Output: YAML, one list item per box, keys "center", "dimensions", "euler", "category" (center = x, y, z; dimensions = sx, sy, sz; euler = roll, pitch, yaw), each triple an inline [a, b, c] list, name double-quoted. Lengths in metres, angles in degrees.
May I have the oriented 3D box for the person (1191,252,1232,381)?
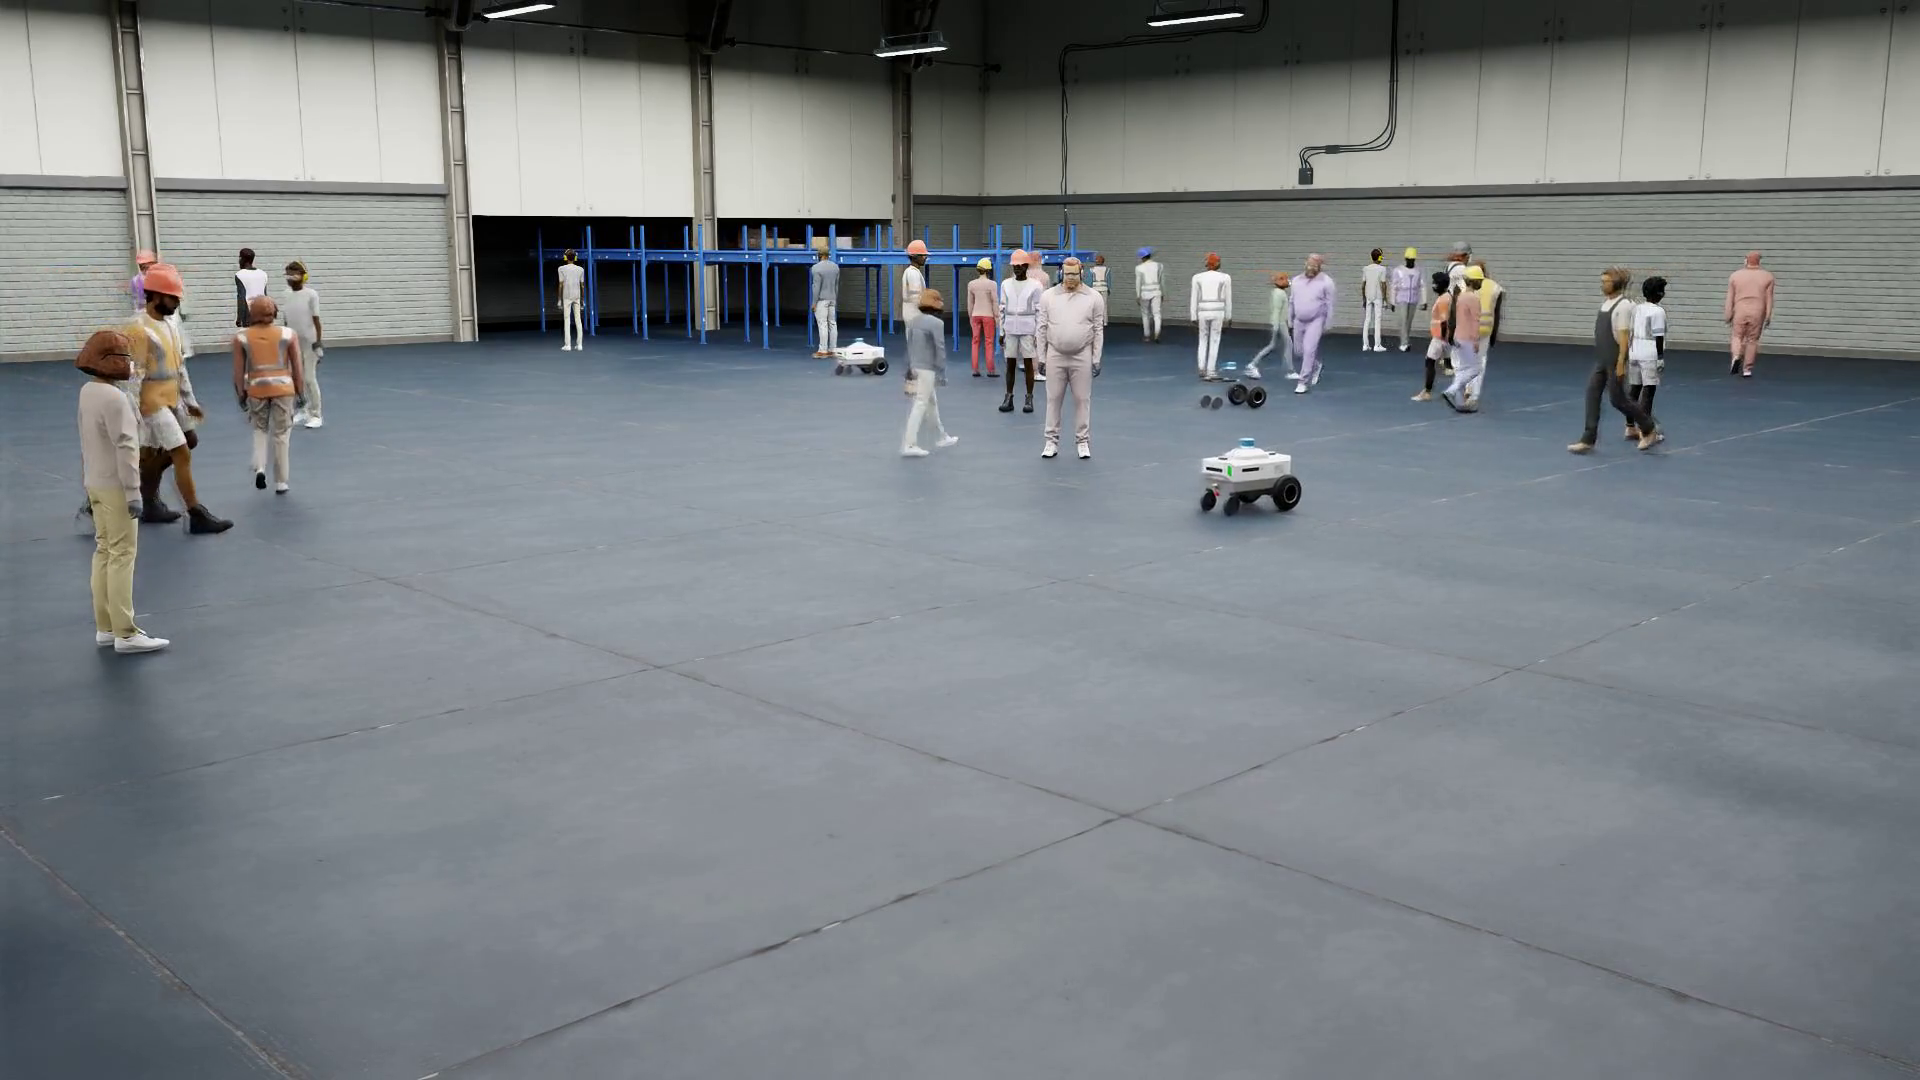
- center: [3.697, -3.275, 24.388]
  dimensions: [0.568, 1.862, 0.631]
  euler: [4, 11, 19]
  category: "person"

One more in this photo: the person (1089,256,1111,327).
- center: [3.243, -5.770, 38.597]
  dimensions: [0.514, 1.637, 0.314]
  euler: [0, 10, 1]
  category: "person"

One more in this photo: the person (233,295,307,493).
- center: [-5.658, -1.196, 13.678]
  dimensions: [0.523, 1.626, 0.367]
  euler: [-2, 11, -11]
  category: "person"

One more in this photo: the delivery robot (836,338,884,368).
- center: [-1.527, -2.835, 25.400]
  dimensions: [0.707, 0.478, 0.477]
  euler: [-6, 12, -30]
  category: "delivery robot"

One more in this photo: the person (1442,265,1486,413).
- center: [6.021, -2.383, 19.793]
  dimensions: [0.433, 1.750, 0.544]
  euler: [-1, 10, -6]
  category: "person"

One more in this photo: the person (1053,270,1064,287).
- center: [2.250, -5.373, 36.338]
  dimensions: [0.551, 1.653, 0.829]
  euler: [-5, 11, -25]
  category: "person"

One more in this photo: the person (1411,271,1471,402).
- center: [6.200, -2.573, 21.081]
  dimensions: [0.797, 1.668, 0.527]
  euler: [5, 11, 24]
  category: "person"

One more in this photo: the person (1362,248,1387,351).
- center: [7.617, -4.407, 30.528]
  dimensions: [0.518, 1.872, 0.326]
  euler: [10, 14, 42]
  category: "person"

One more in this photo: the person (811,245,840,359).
- center: [-2.346, -4.122, 28.783]
  dimensions: [0.370, 1.940, 0.630]
  euler: [8, 13, 36]
  category: "person"

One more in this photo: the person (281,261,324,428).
- center: [-7.219, -2.145, 18.302]
  dimensions: [0.545, 1.838, 0.473]
  euler: [3, 11, 18]
  category: "person"

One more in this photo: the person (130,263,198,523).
- center: [-5.959, -1.095, 12.373]
  dimensions: [0.553, 1.905, 0.569]
  euler: [0, 10, 0]
  category: "person"

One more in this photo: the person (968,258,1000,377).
- center: [0.361, -3.340, 24.988]
  dimensions: [0.524, 1.769, 0.314]
  euler: [6, 12, 29]
  category: "person"

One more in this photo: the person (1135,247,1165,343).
- center: [3.778, -4.855, 32.939]
  dimensions: [0.636, 1.884, 0.957]
  euler: [-1, 10, -5]
  category: "person"

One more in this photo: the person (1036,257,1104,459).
- center: [1.044, -1.735, 15.864]
  dimensions: [0.641, 1.905, 0.410]
  euler: [1, 10, 6]
  category: "person"

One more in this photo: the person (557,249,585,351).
- center: [-7.191, -4.441, 30.757]
  dimensions: [0.517, 1.863, 0.323]
  euler: [-6, 12, -32]
  category: "person"

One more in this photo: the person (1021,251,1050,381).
- center: [1.100, -3.275, 24.318]
  dimensions: [0.444, 1.881, 0.719]
  euler: [-8, 13, -36]
  category: "person"

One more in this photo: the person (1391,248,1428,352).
- center: [8.116, -4.313, 29.997]
  dimensions: [0.598, 1.866, 1.009]
  euler: [0, 10, -2]
  category: "person"

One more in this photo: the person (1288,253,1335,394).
- center: [4.785, -2.945, 22.564]
  dimensions: [0.643, 1.872, 0.763]
  euler: [9, 14, 39]
  category: "person"

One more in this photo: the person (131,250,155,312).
- center: [-11.650, -3.241, 24.074]
  dimensions: [0.551, 1.911, 0.812]
  euler: [-1, 10, -5]
  category: "person"

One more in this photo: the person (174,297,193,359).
- center: [-13.413, -3.842, 28.200]
  dimensions: [0.513, 1.594, 0.893]
  euler: [6, 12, 31]
  category: "person"

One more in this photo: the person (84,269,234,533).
- center: [-5.778, -0.979, 11.816]
  dimensions: [0.969, 1.892, 0.561]
  euler: [-1, 10, -7]
  category: "person"

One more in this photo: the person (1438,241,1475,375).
- center: [7.595, -3.499, 25.222]
  dimensions: [0.543, 2.000, 0.679]
  euler: [-1, 10, -4]
  category: "person"

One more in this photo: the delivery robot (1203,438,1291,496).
- center: [2.230, -0.546, 12.923]
  dimensions: [0.707, 0.478, 0.477]
  euler: [-7, 13, -34]
  category: "delivery robot"

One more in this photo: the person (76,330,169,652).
- center: [-4.311, -0.250, 8.503]
  dimensions: [0.507, 1.631, 0.272]
  euler: [10, 14, 43]
  category: "person"

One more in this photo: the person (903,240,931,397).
- center: [-0.570, -2.937, 22.038]
  dimensions: [0.374, 2.043, 0.611]
  euler: [-2, 11, -9]
  category: "person"

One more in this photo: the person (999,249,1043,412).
- center: [0.721, -2.517, 20.027]
  dimensions: [0.543, 1.940, 0.361]
  euler: [3, 11, 18]
  category: "person"

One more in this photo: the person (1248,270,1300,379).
- center: [4.691, -3.195, 24.649]
  dimensions: [0.800, 1.599, 0.501]
  euler: [2, 11, 11]
  category: "person"

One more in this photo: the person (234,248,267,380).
- center: [-10.453, -3.342, 24.580]
  dimensions: [0.390, 1.922, 0.591]
  euler: [3, 11, 16]
  category: "person"

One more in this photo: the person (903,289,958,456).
- center: [-0.273, -1.642, 16.233]
  dimensions: [0.864, 1.587, 0.551]
  euler: [-7, 13, -35]
  category: "person"

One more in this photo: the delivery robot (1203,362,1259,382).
- center: [3.369, -2.089, 20.627]
  dimensions: [0.698, 0.223, 0.335]
  euler: [-5, 11, -23]
  category: "delivery robot"

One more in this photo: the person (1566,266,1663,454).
- center: [6.398, -1.740, 16.142]
  dimensions: [0.844, 1.822, 0.529]
  euler: [-1, 10, -3]
  category: "person"

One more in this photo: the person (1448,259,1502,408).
- center: [6.325, -2.538, 20.474]
  dimensions: [0.662, 1.821, 0.431]
  euler: [0, 10, -3]
  category: "person"

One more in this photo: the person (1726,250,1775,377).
- center: [11.804, -3.377, 24.873]
  dimensions: [0.643, 1.893, 0.502]
  euler: [5, 12, 25]
  category: "person"

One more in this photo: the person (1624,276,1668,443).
- center: [7.089, -1.866, 17.154]
  dimensions: [0.319, 1.693, 0.533]
  euler: [-2, 11, -11]
  category: "person"
